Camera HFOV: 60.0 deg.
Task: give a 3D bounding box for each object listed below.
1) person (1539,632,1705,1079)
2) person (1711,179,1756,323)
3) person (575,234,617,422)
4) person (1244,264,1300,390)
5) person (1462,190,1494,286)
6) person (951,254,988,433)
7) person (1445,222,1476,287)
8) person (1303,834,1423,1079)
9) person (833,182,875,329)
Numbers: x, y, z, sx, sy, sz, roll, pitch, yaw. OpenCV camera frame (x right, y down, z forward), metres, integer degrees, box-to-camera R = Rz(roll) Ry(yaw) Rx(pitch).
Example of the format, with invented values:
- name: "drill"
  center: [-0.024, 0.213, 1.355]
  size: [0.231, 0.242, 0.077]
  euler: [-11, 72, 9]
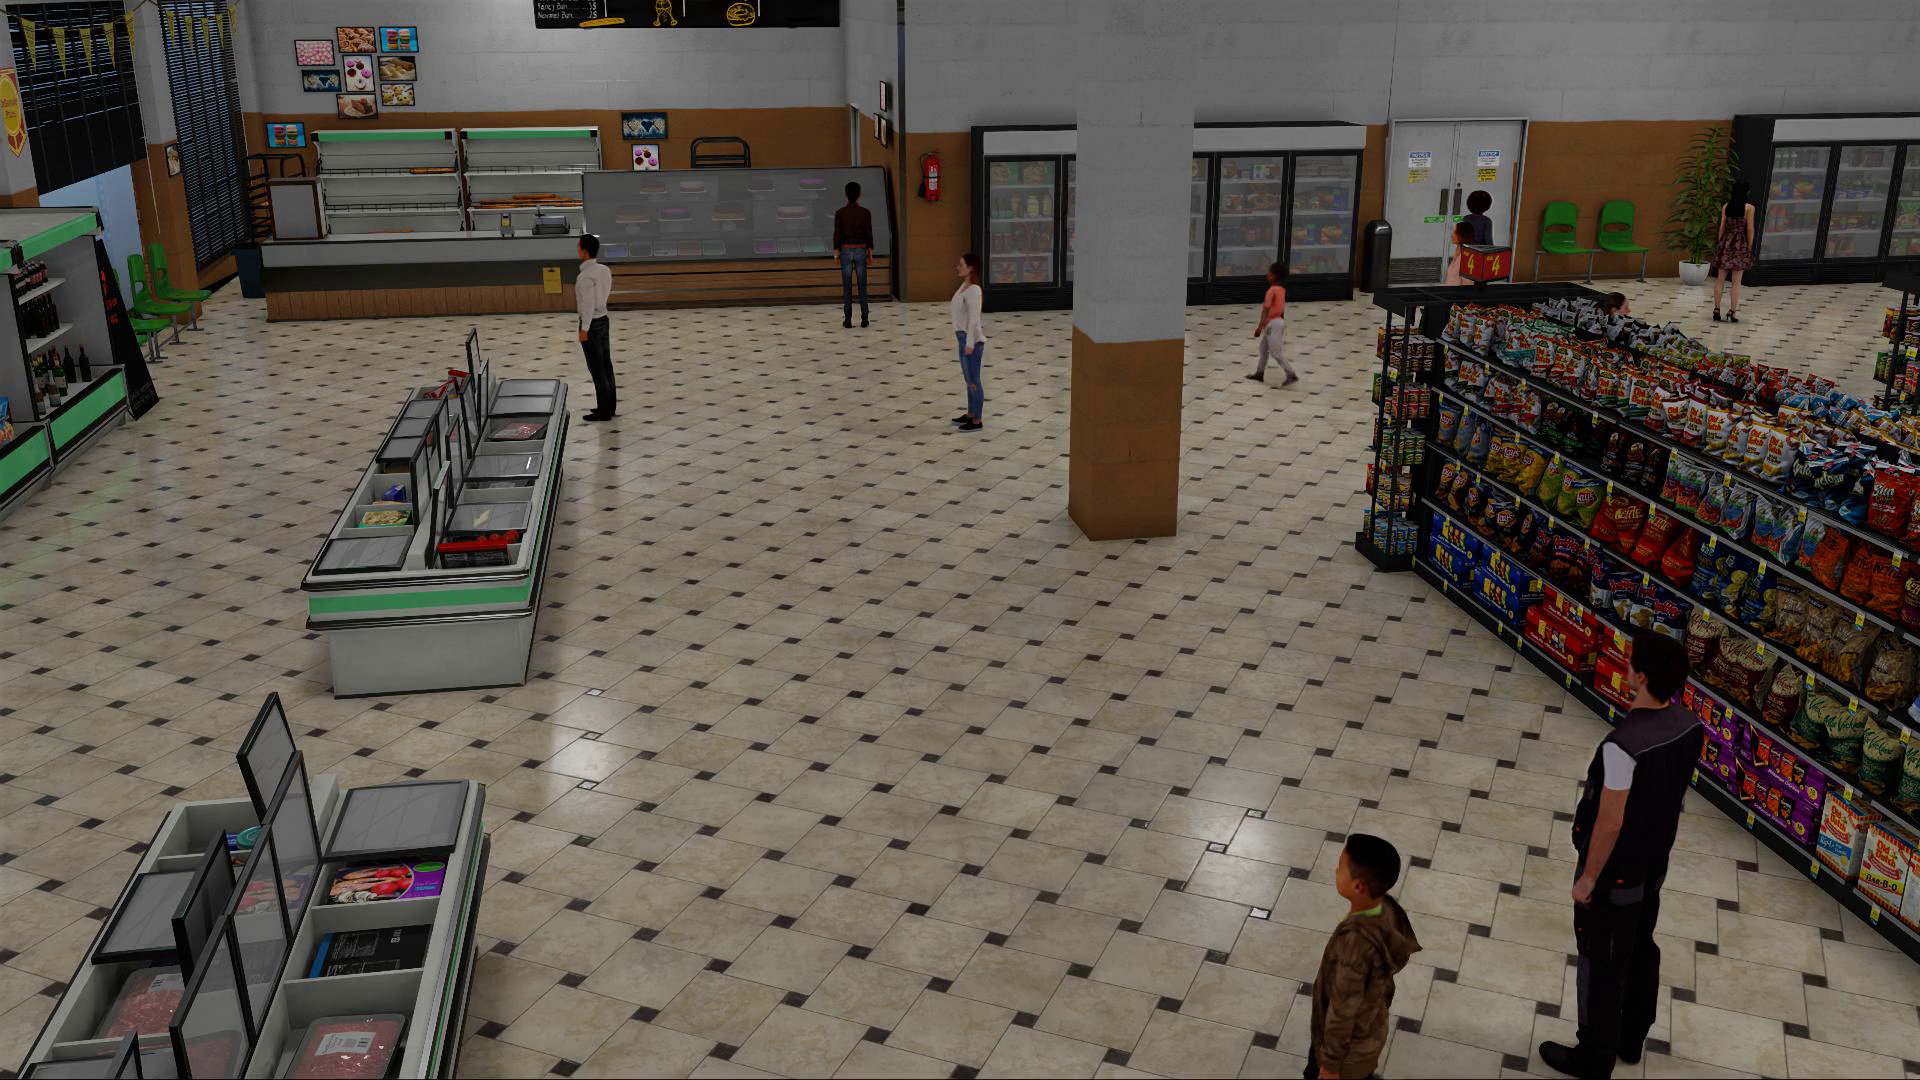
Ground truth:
- name: "person"
  center: [2.565, 1.221, 6.374]
  size: [0.737, 1.849, 0.727]
  euler: [-13, 22, -33]
- name: "person"
  center: [9.709, -3.629, 20.876]
  size: [0.858, 1.773, 0.779]
  euler: [-16, 24, -39]
- name: "person"
  center: [-3.545, -2.069, 16.188]
  size: [0.792, 1.811, 0.622]
  euler: [3, 19, 10]
- name: "person"
  center: [3.352, -2.240, 17.500]
  size: [0.911, 1.298, 0.853]
  euler: [12, 22, 32]
- name: "person"
  center: [6.265, -3.399, 20.293]
  size: [0.717, 1.710, 0.619]
  euler: [-17, 25, -41]
- name: "person"
  center: [0.097, -1.882, 15.822]
  size: [0.664, 1.691, 0.468]
  euler: [-3, 19, -9]
- name: "person"
  center: [5.154, -2.390, 17.170]
  size: [0.693, 1.792, 0.531]
  euler: [1, 19, 3]
- name: "person"
  center: [1.388, 1.692, 5.626]
  size: [0.955, 1.434, 0.944]
  euler: [10, 21, 26]
- name: "person"
  center: [-1.311, -3.518, 20.535]
  size: [0.652, 1.780, 0.504]
  euler: [-3, 19, -8]
